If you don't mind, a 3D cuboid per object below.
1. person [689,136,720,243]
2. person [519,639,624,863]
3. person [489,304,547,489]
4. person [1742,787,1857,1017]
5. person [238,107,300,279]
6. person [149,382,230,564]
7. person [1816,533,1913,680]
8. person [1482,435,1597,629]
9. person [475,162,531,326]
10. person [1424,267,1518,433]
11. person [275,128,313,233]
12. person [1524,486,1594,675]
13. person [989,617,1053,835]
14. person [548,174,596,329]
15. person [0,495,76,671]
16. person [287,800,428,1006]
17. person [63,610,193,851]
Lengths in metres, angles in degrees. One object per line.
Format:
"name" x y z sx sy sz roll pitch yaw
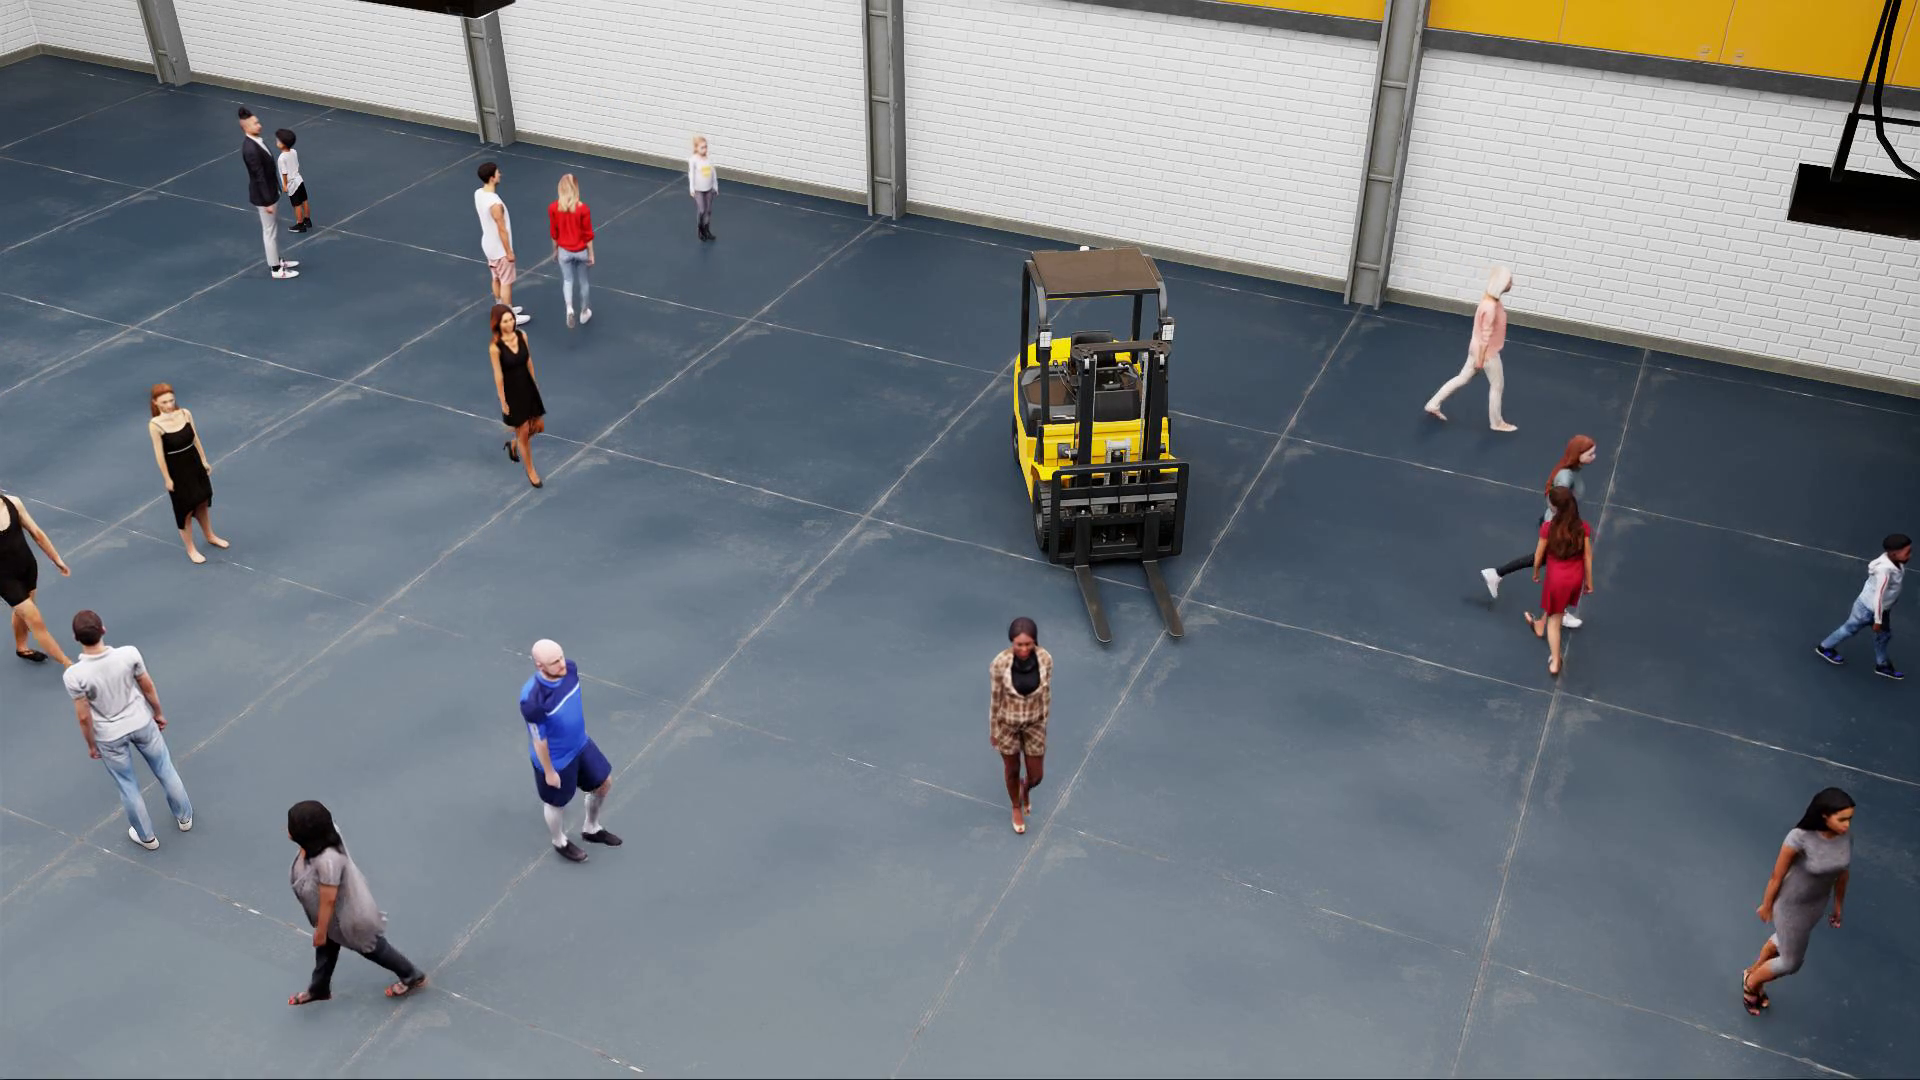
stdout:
"person" -3.095 -4.201 19.790 0.579 1.272 0.618 -25 41 -32
"person" -2.682 1.361 10.922 0.658 1.826 0.682 14 36 20
"person" -4.013 -1.293 14.920 0.820 1.821 0.672 23 40 31
"person" 4.893 2.103 9.858 0.743 1.767 0.804 -12 35 -17
"person" -7.858 -3.935 18.773 0.829 1.954 0.790 -8 35 -12
"person" -6.563 -0.598 14.050 0.577 1.626 0.582 18 38 25
"person" 6.972 0.475 12.792 0.916 1.230 0.652 26 41 33
"person" 4.648 -0.094 13.208 1.079 1.718 0.620 16 37 23
"person" -4.944 -3.149 17.741 0.785 1.788 0.679 -22 39 -29
"person" 4.900 -1.816 15.825 1.177 1.689 0.804 6 34 9
"person" -8.024 -4.337 20.001 0.562 1.265 0.533 7 34 11
"person" 4.641 0.334 12.760 0.969 1.501 0.910 4 34 6
"person" 0.383 1.213 11.183 0.704 1.783 0.772 -3 34 -5
"person" -4.111 -3.010 17.622 0.938 1.689 0.919 -1 34 -1
"person" -7.257 0.244 12.651 1.102 1.772 0.757 10 35 15
"person" -3.610 2.179 9.922 1.051 1.571 1.057 -16 37 -22
"person" -5.551 1.261 11.051 0.727 1.850 0.677 -28 43 -35
